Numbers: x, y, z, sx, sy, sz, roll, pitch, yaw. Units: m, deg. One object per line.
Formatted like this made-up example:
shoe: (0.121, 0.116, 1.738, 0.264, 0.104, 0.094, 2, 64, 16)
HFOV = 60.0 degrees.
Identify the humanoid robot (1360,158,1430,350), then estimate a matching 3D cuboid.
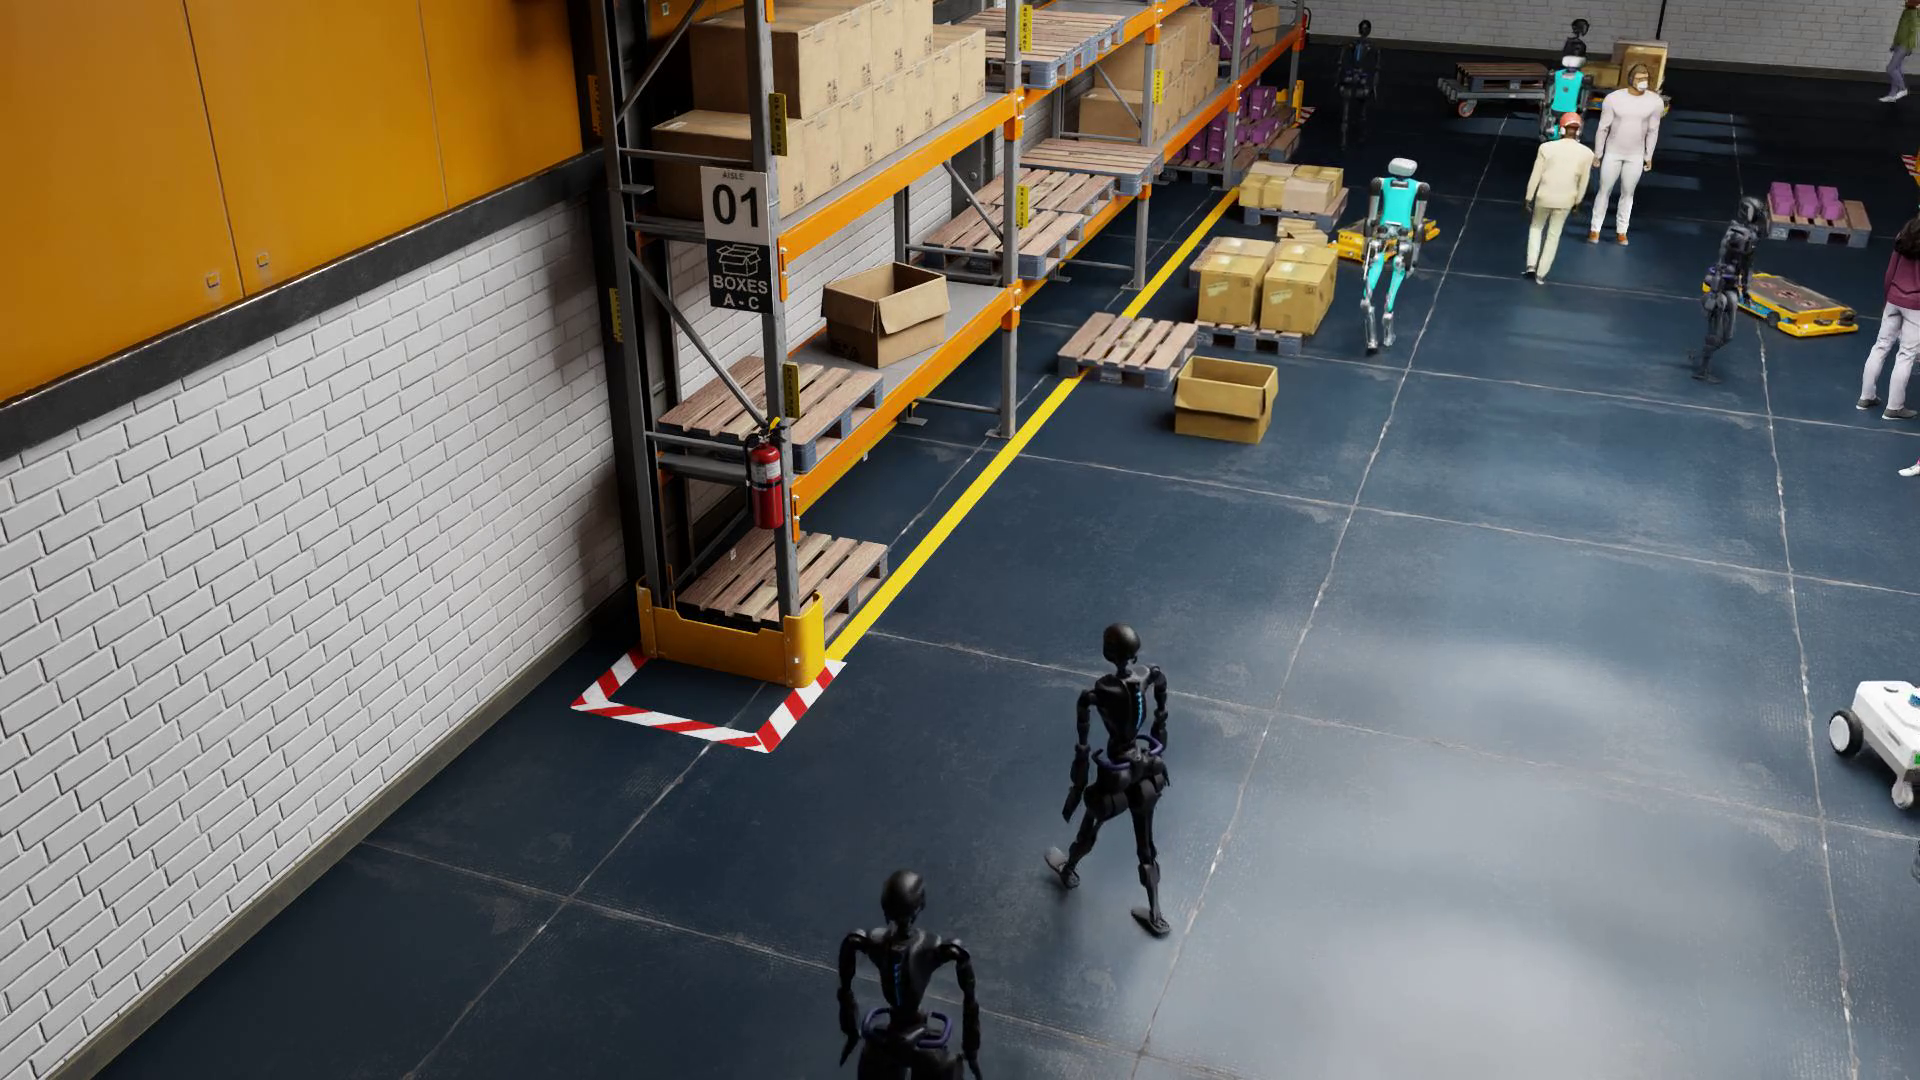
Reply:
humanoid robot: (3.847, -2.486, 14.985, 0.532, 1.780, 0.874, 10, 29, 19)

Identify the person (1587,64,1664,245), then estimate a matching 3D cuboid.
person: (7.191, -4.171, 18.019, 0.634, 1.939, 0.362, 7, 28, 13)

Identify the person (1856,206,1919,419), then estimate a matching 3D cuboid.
person: (7.808, -1.946, 13.688, 0.417, 1.955, 0.489, -12, 30, -23)

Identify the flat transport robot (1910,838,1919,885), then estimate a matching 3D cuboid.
flat transport robot: (5.337, 1.976, 7.918, 0.659, 0.231, 1.431, 0, 27, 0)

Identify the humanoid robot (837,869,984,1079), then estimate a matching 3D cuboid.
humanoid robot: (-0.187, 1.931, 6.484, 0.595, 1.633, 0.647, 5, 28, 10)

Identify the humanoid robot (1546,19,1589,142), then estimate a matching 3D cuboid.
humanoid robot: (8.075, -6.010, 21.890, 0.499, 1.653, 0.614, 5, 28, 9)

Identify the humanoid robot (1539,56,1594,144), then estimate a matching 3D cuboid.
humanoid robot: (7.105, -4.834, 19.524, 0.539, 1.729, 0.993, 16, 31, 29)

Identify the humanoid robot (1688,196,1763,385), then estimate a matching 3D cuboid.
humanoid robot: (6.626, -2.179, 14.463, 0.600, 1.670, 0.409, -19, 33, -32)

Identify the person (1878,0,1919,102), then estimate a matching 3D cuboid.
person: (13.687, -7.181, 24.198, 0.345, 1.615, 0.525, 6, 28, 11)

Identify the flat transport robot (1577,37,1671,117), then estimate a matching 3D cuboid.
flat transport robot: (9.460, -6.315, 24.000, 1.431, 0.231, 0.659, 13, 30, 24)

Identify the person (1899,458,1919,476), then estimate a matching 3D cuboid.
person: (7.519, -1.160, 12.507, 0.279, 1.633, 0.497, -7, 28, -14)

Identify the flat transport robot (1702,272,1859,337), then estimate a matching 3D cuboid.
flat transport robot: (8.003, -2.319, 16.249, 0.659, 0.231, 1.431, -7, 28, -13)

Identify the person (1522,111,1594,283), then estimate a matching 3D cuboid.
person: (6.055, -3.475, 16.908, 0.587, 1.710, 0.454, 6, 28, 11)

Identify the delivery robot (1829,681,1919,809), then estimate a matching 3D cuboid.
delivery robot: (5.296, 1.103, 9.303, 0.499, 0.598, 0.802, -1, 27, -1)

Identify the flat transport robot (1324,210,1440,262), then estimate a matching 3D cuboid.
flat transport robot: (4.632, -3.324, 18.197, 0.659, 0.231, 1.431, 21, 34, 35)

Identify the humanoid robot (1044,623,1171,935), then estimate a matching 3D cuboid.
humanoid robot: (0.760, 1.109, 8.099, 0.609, 1.622, 0.775, -17, 32, -30)

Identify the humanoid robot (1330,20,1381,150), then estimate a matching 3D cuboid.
humanoid robot: (5.215, -6.022, 21.933, 0.615, 1.629, 0.741, 10, 29, 18)
